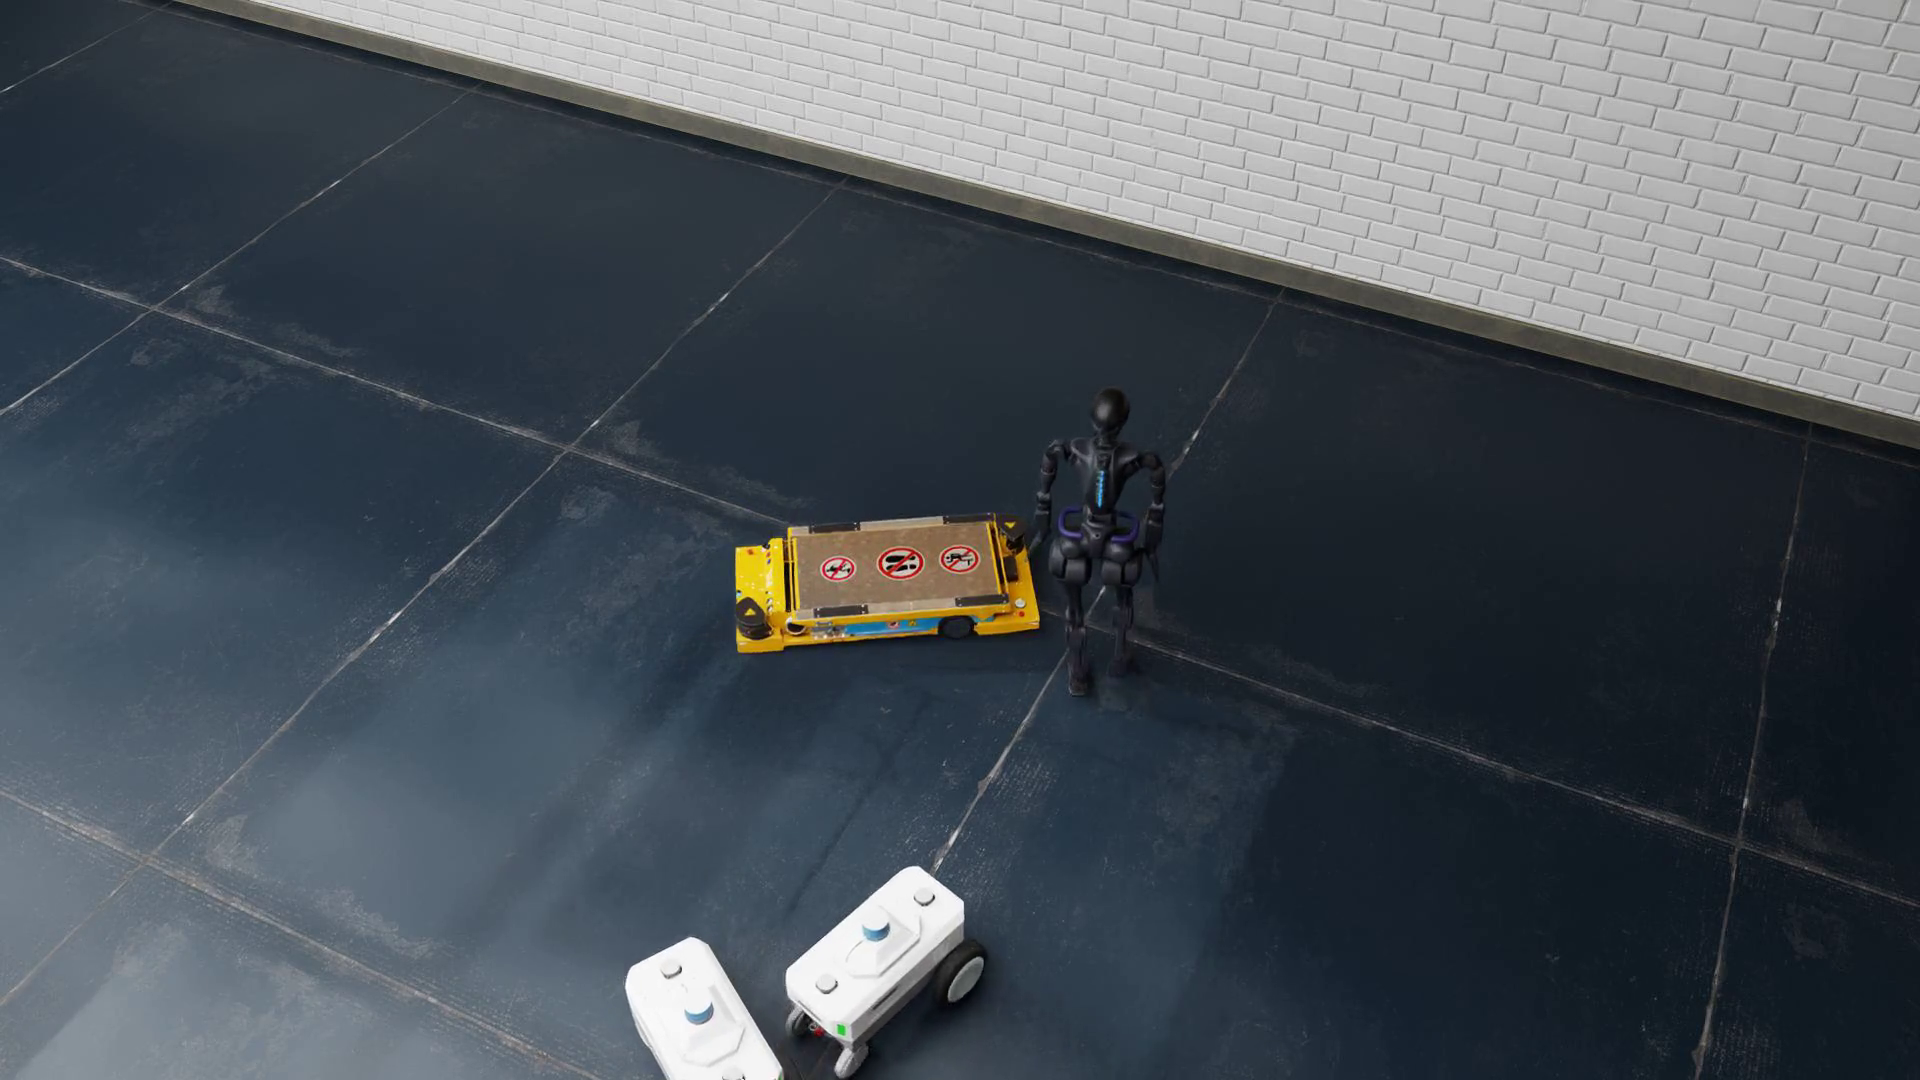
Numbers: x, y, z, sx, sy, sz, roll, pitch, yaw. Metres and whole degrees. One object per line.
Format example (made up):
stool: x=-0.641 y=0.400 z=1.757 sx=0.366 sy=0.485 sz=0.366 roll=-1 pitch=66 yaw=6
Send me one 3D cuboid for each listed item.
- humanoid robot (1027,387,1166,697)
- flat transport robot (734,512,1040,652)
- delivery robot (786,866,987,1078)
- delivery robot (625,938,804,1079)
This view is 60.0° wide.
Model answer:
humanoid robot: x=0.585 y=0.011 z=7.206 sx=0.590 sy=1.656 sz=0.350 roll=5 pitch=43 yaw=5
flat transport robot: x=-0.366 y=0.202 z=8.037 sx=1.431 sy=0.231 sz=0.659 roll=-4 pitch=43 yaw=-5
delivery robot: x=-0.306 y=1.595 z=6.307 sx=0.499 sy=0.571 sz=0.756 roll=32 pitch=52 yaw=30
delivery robot: x=-0.916 y=1.858 z=6.052 sx=0.499 sy=0.610 sz=0.814 roll=-23 pitch=48 yaw=-23
